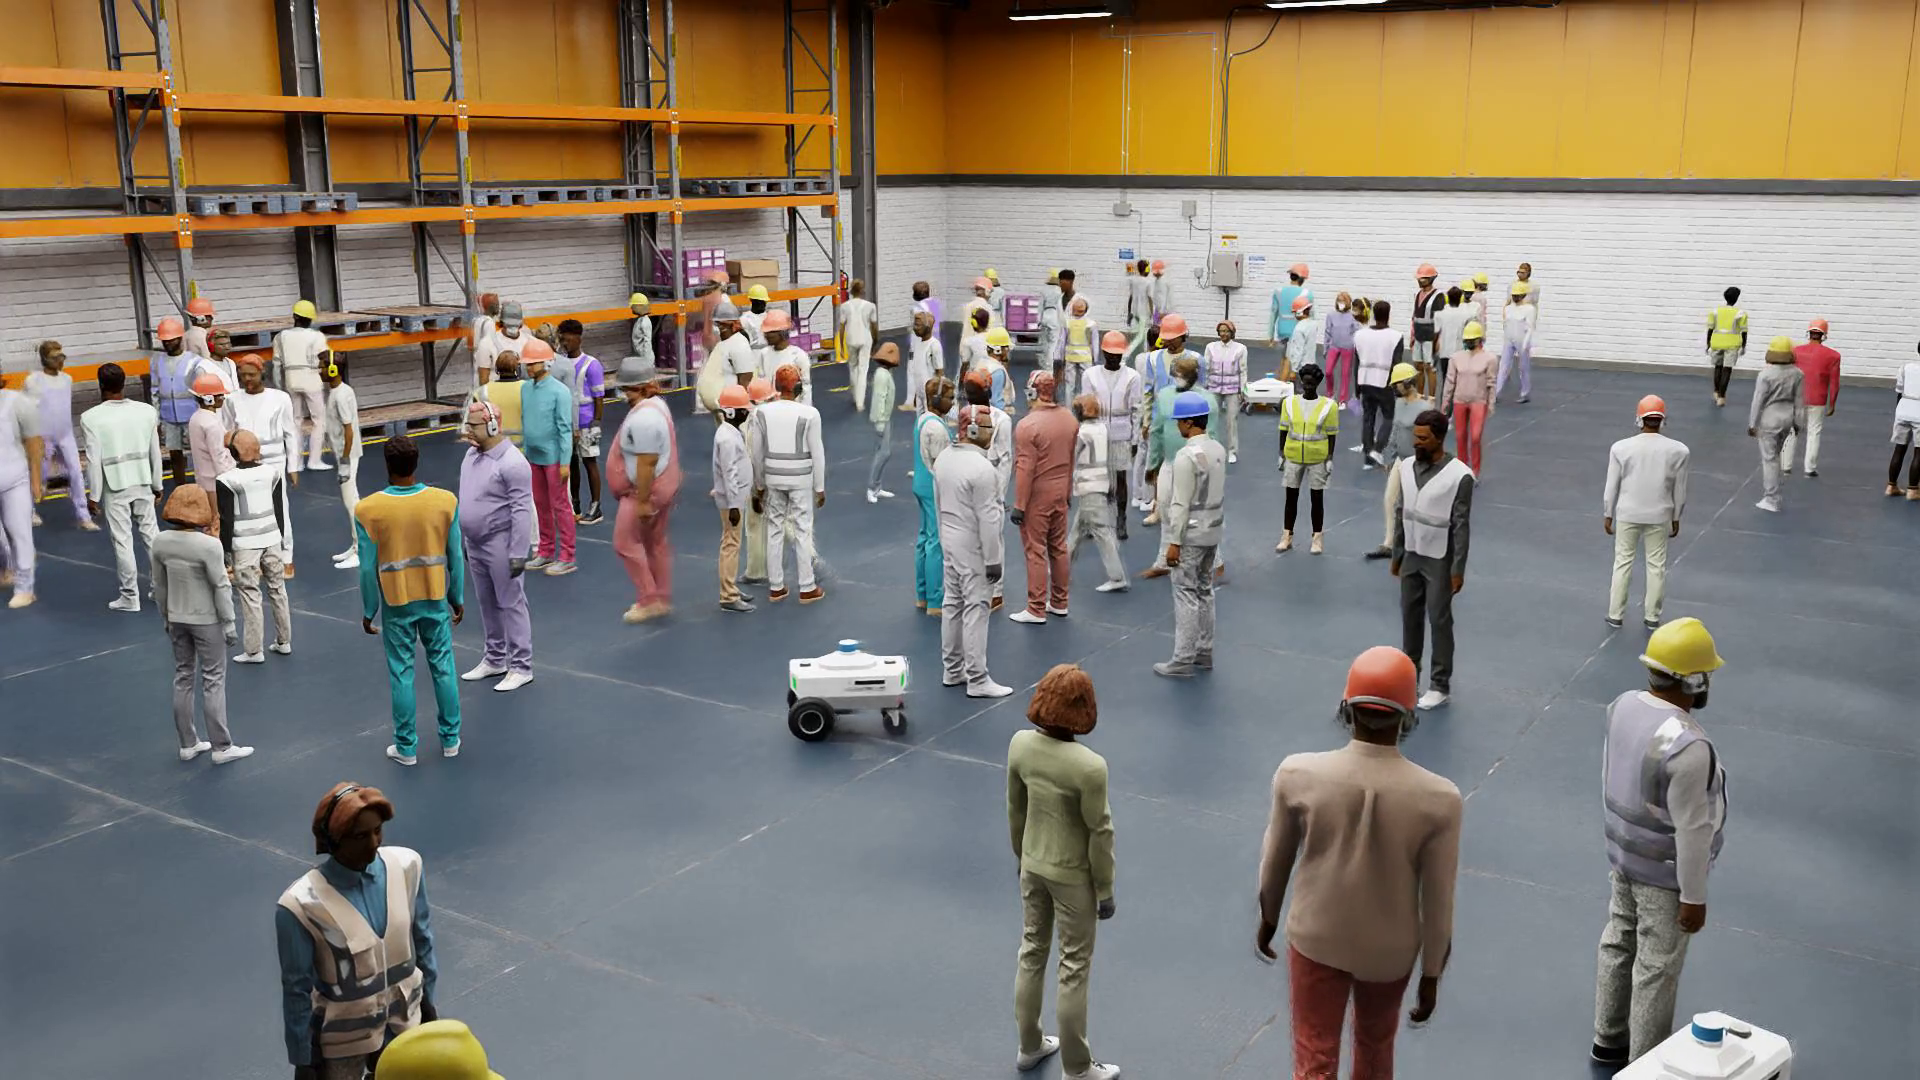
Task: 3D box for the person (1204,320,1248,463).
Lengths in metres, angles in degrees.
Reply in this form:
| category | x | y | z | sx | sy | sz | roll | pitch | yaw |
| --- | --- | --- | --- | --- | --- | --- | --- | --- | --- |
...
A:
| category | x | y | z | sx | sy | sz | roll | pitch | yaw |
| --- | --- | --- | --- | --- | --- | --- | --- | --- | --- |
| person | 3.026 | -1.701 | 19.061 | 0.522 | 1.640 | 0.306 | 5 | 14 | 21 |

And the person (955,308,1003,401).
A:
| category | x | y | z | sx | sy | sz | roll | pitch | yaw |
| --- | --- | --- | --- | --- | --- | --- | --- | --- | --- |
| person | 0.230 | -1.671 | 18.547 | 0.485 | 1.814 | 0.953 | -9 | 16 | -35 |

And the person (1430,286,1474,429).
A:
| category | x | y | z | sx | sy | sz | roll | pitch | yaw |
| --- | --- | --- | --- | --- | --- | --- | --- | --- | --- |
| person | 6.369 | -2.361 | 21.542 | 0.528 | 1.831 | 0.941 | 7 | 15 | 29 |

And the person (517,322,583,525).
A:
| category | x | y | z | sx | sy | sz | roll | pitch | yaw |
| --- | --- | --- | --- | --- | --- | --- | --- | --- | --- |
| person | -3.884 | -1.084 | 15.738 | 0.635 | 1.934 | 0.350 | 4 | 13 | 15 |

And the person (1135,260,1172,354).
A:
| category | x | y | z | sx | sy | sz | roll | pitch | yaw |
| --- | --- | --- | --- | --- | --- | --- | --- | --- | --- |
| person | 3.498 | -4.043 | 29.097 | 0.877 | 1.693 | 0.581 | -2 | 13 | -10 |

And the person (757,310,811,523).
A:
| category | x | y | z | sx | sy | sz | roll | pitch | yaw |
| --- | --- | --- | --- | --- | --- | --- | --- | --- | --- |
| person | -1.705 | -1.174 | 15.938 | 0.650 | 2.028 | 0.424 | 9 | 16 | 36 |

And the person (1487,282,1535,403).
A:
| category | x | y | z | sx | sy | sz | roll | pitch | yaw |
| --- | --- | --- | --- | --- | --- | --- | --- | --- | --- |
| person | 7.816 | -2.760 | 23.461 | 0.890 | 1.722 | 0.535 | -11 | 17 | -39 |

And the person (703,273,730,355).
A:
| category | x | y | z | sx | sy | sz | roll | pitch | yaw |
| --- | --- | --- | --- | --- | --- | --- | --- | --- | --- |
| person | -3.281 | -2.718 | 22.915 | 0.498 | 1.911 | 0.861 | 1 | 13 | 3 |

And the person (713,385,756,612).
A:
| category | x | y | z | sx | sy | sz | roll | pitch | yaw |
| --- | --- | --- | --- | --- | --- | --- | --- | --- | --- |
| person | -1.729 | -0.328 | 12.860 | 0.341 | 1.749 | 0.572 | -2 | 13 | -7 |

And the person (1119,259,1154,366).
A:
| category | x | y | z | sx | sy | sz | roll | pitch | yaw |
| --- | --- | --- | --- | --- | --- | --- | --- | --- | --- |
| person | 2.936 | -3.699 | 27.333 | 0.908 | 1.832 | 0.523 | -10 | 16 | -38 |

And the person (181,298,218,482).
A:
| category | x | y | z | sx | sy | sz | roll | pitch | yaw |
| --- | --- | --- | --- | --- | --- | --- | --- | --- | --- |
| person | -8.054 | -1.584 | 17.776 | 0.623 | 1.992 | 0.391 | 11 | 17 | 40 |

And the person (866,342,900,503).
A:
| category | x | y | z | sx | sy | sz | roll | pitch | yaw |
| --- | --- | --- | --- | --- | --- | --- | --- | --- | --- |
| person | -0.796 | -1.204 | 16.941 | 0.381 | 1.618 | 0.538 | 0 | 13 | 0 |

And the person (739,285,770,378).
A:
| category | x | y | z | sx | sy | sz | roll | pitch | yaw |
| --- | --- | --- | --- | --- | --- | --- | --- | --- | --- |
| person | -2.519 | -2.212 | 20.685 | 0.414 | 1.918 | 0.581 | 6 | 14 | 26 |

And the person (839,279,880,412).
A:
| category | x | y | z | sx | sy | sz | roll | pitch | yaw |
| --- | --- | --- | --- | --- | --- | --- | --- | --- | --- |
| person | -1.392 | -2.708 | 23.086 | 0.522 | 1.795 | 0.941 | 1 | 13 | 6 |

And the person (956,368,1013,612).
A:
| category | x | y | z | sx | sy | sz | roll | pitch | yaw |
| --- | --- | --- | --- | --- | --- | --- | --- | --- | --- |
| person | 0.155 | -0.384 | 12.808 | 0.355 | 1.887 | 0.573 | -11 | 17 | -39 |

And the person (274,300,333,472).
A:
| category | x | y | z | sx | sy | sz | roll | pitch | yaw |
| --- | --- | --- | --- | --- | --- | --- | --- | --- | --- |
| person | -7.285 | -1.699 | 18.481 | 0.678 | 1.905 | 0.471 | 2 | 13 | 7 |

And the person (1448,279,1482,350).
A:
| category | x | y | z | sx | sy | sz | roll | pitch | yaw |
| --- | --- | --- | --- | --- | --- | --- | --- | --- | --- |
| person | 7.173 | -2.832 | 23.693 | 0.527 | 1.768 | 0.331 | -2 | 13 | -10 |

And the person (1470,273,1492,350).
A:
| category | x | y | z | sx | sy | sz | roll | pitch | yaw |
| --- | --- | --- | --- | --- | --- | --- | --- | --- | --- |
| person | 7.770 | -3.125 | 24.989 | 0.333 | 1.759 | 0.551 | -2 | 13 | -9 |

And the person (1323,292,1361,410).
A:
| category | x | y | z | sx | sy | sz | roll | pitch | yaw |
| --- | --- | --- | --- | --- | --- | --- | --- | --- | --- |
| person | 5.298 | -2.628 | 23.109 | 0.523 | 1.630 | 0.340 | 6 | 14 | 24 |

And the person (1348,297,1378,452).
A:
| category | x | y | z | sx | sy | sz | roll | pitch | yaw |
| --- | --- | --- | --- | --- | --- | --- | --- | --- | --- |
| person | 4.778 | -1.942 | 19.642 | 0.423 | 1.845 | 0.581 | 0 | 13 | 2 |

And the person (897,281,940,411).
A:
| category | x | y | z | sx | sy | sz | roll | pitch | yaw |
| --- | --- | --- | --- | --- | --- | --- | --- | --- | --- |
| person | -0.496 | -2.662 | 22.862 | 0.713 | 1.808 | 0.651 | 6 | 14 | 24 |

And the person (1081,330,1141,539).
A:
| category | x | y | z | sx | sy | sz | roll | pitch | yaw |
| --- | --- | --- | --- | --- | --- | --- | --- | --- | --- |
| person | 1.377 | -0.955 | 15.202 | 0.548 | 1.929 | 0.388 | 1 | 13 | 4 |

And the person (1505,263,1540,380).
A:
| category | x | y | z | sx | sy | sz | roll | pitch | yaw |
| --- | --- | --- | --- | --- | --- | --- | --- | --- | --- |
| person | 8.795 | -3.424 | 26.099 | 0.505 | 1.841 | 0.347 | 7 | 15 | 27 |

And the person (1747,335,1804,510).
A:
| category | x | y | z | sx | sy | sz | roll | pitch | yaw |
| --- | --- | --- | --- | --- | --- | --- | --- | --- | --- |
| person | 8.088 | -1.171 | 16.561 | 0.504 | 1.729 | 0.548 | -2 | 13 | -10 |

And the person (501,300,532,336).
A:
| category | x | y | z | sx | sy | sz | roll | pitch | yaw |
| --- | --- | --- | --- | --- | --- | --- | --- | --- | --- |
| person | -4.962 | -1.730 | 18.604 | 0.402 | 1.906 | 0.652 | -2 | 13 | -10 |

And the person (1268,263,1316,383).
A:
| category | x | y | z | sx | sy | sz | roll | pitch | yaw |
| --- | --- | --- | --- | --- | --- | --- | --- | --- | --- |
| person | 4.761 | -2.940 | 23.675 | 0.622 | 1.977 | 1.042 | 10 | 16 | 36 |

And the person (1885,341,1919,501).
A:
| category | x | y | z | sx | sy | sz | roll | pitch | yaw |
| --- | --- | --- | --- | --- | --- | --- | --- | --- | --- |
| person | 9.755 | -1.235 | 16.940 | 0.319 | 1.688 | 0.538 | -6 | 14 | -23 |

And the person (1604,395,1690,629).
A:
| category | x | y | z | sx | sy | sz | roll | pitch | yaw |
| --- | --- | --- | --- | --- | --- | --- | --- | --- | --- |
| person | 5.071 | -0.206 | 12.344 | 0.563 | 1.745 | 0.350 | 3 | 13 | 14 |

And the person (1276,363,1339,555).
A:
| category | x | y | z | sx | sy | sz | roll | pitch | yaw |
| --- | --- | --- | --- | --- | --- | --- | --- | --- | --- |
| person | 3.053 | -0.717 | 14.668 | 0.533 | 1.698 | 0.318 | 6 | 14 | 23 |

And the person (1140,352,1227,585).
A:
| category | x | y | z | sx | sy | sz | roll | pitch | yaw |
| --- | --- | --- | --- | --- | --- | --- | --- | --- | --- |
| person | 1.850 | -0.590 | 13.625 | 0.493 | 1.934 | 0.698 | -9 | 16 | -33 |

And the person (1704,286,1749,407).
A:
| category | x | y | z | sx | sy | sz | roll | pitch | yaw |
| --- | --- | --- | --- | --- | --- | --- | --- | --- | --- |
| person | 10.834 | -2.731 | 23.443 | 0.542 | 1.668 | 0.711 | 12 | 17 | 41 |

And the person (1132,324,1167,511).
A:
| category | x | y | z | sx | sy | sz | roll | pitch | yaw |
| --- | --- | --- | --- | --- | --- | --- | --- | --- | --- |
| person | 1.905 | -1.206 | 16.456 | 0.351 | 1.856 | 0.520 | -7 | 14 | -26 |

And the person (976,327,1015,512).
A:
| category | x | y | z | sx | sy | sz | roll | pitch | yaw |
| --- | --- | --- | --- | --- | --- | --- | --- | --- | --- |
| person | 0.342 | -1.187 | 16.443 | 0.405 | 1.826 | 0.596 | -3 | 13 | -14 |

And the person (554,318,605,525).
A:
| category | x | y | z | sx | sy | sz | roll | pitch | yaw |
| --- | --- | --- | --- | --- | --- | --- | --- | --- | --- |
| person | -3.661 | -1.131 | 15.876 | 0.613 | 1.964 | 0.361 | 8 | 15 | 31 |

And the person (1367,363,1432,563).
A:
| category | x | y | z | sx | sy | sz | roll | pitch | yaw |
| --- | --- | --- | --- | --- | --- | --- | --- | --- | --- |
| person | 3.871 | -0.653 | 14.311 | 0.392 | 1.737 | 0.562 | -4 | 14 | -18 |

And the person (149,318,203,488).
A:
| category | x | y | z | sx | sy | sz | roll | pitch | yaw |
| --- | --- | --- | --- | --- | --- | --- | --- | --- | --- |
| person | -7.624 | -1.201 | 16.261 | 0.543 | 1.928 | 0.380 | 0 | 13 | 0 |

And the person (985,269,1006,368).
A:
| category | x | y | z | sx | sy | sz | roll | pitch | yaw |
| --- | --- | --- | --- | --- | --- | --- | --- | --- | --- |
| person | 0.490 | -3.386 | 26.147 | 0.492 | 1.740 | 0.325 | -8 | 15 | -31 |

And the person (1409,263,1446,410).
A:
| category | x | y | z | sx | sy | sz | roll | pitch | yaw |
| --- | --- | --- | --- | --- | --- | --- | --- | --- | --- |
| person | 6.394 | -2.790 | 22.924 | 0.403 | 2.036 | 0.615 | -5 | 14 | -19 |

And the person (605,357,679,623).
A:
| category | x | y | z | sx | sy | sz | roll | pitch | yaw |
| --- | --- | --- | --- | --- | --- | --- | --- | --- | --- |
| person | -2.387 | -0.393 | 12.509 | 0.535 | 2.000 | 0.722 | 0 | 13 | 1 |

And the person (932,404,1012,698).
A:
| category | x | y | z | sx | sy | sz | roll | pitch | yaw |
| --- | --- | --- | --- | --- | --- | --- | --- | --- | --- |
| person | 0.091 | 0.069 | 10.808 | 0.403 | 1.906 | 0.637 | -7 | 15 | -28 |
